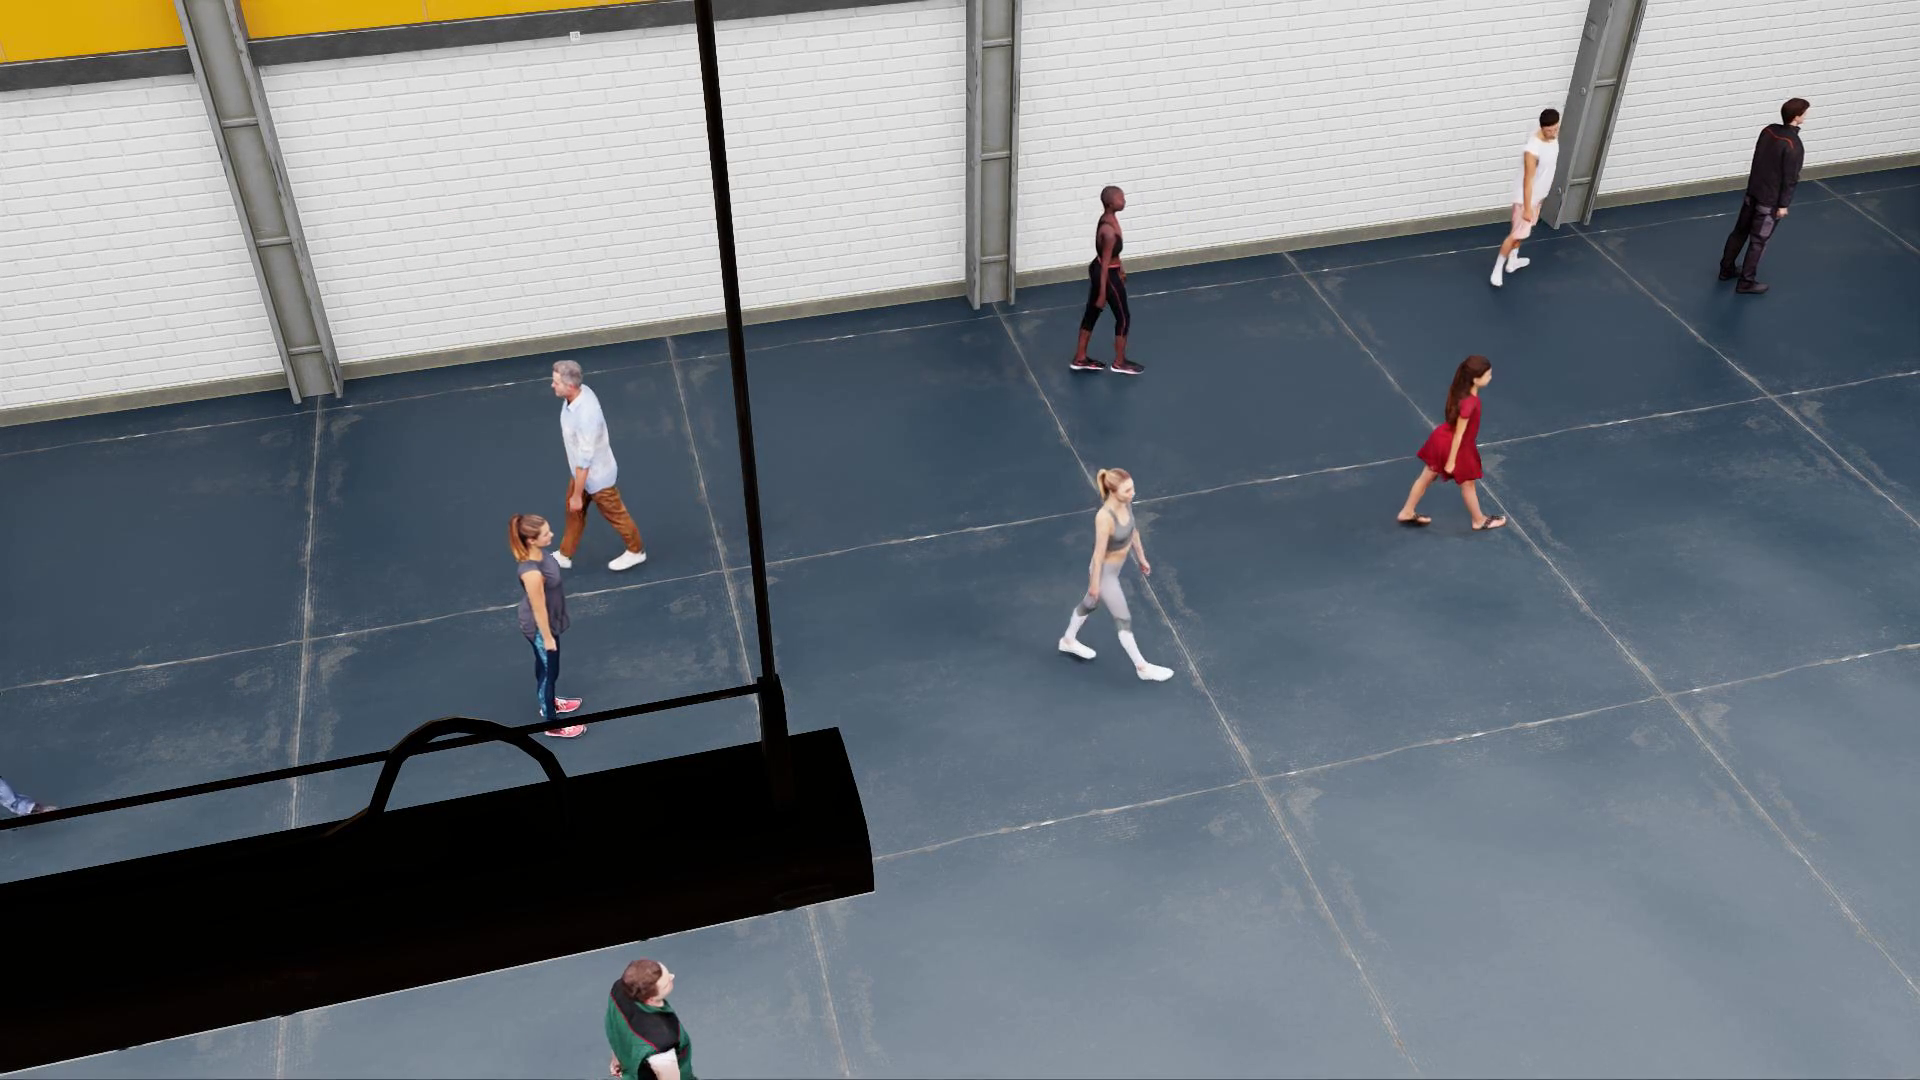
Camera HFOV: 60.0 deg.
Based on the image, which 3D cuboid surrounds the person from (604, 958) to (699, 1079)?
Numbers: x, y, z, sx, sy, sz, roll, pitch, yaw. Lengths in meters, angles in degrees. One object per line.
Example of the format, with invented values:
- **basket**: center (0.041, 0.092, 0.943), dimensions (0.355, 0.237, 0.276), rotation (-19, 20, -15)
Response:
- **person**: center (-1.502, 2.652, 7.934), dimensions (1.245, 1.789, 0.904), rotation (-23, 44, -26)

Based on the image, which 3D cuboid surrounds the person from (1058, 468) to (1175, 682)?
- **person**: center (0.912, 0.194, 11.116), dimensions (1.136, 1.660, 1.013), rotation (15, 41, 18)

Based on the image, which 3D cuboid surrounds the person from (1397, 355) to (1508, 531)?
- **person**: center (3.590, -0.698, 12.352), dimensions (1.088, 1.510, 0.795), rotation (4, 39, 5)

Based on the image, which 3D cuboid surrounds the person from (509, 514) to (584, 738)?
- **person**: center (-2.668, 0.527, 10.649), dimensions (0.529, 1.723, 0.561), rotation (-8, 39, -10)

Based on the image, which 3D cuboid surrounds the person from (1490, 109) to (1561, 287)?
- **person**: center (5.254, -3.228, 15.327), dimensions (0.908, 1.752, 0.810), rotation (12, 40, 15)

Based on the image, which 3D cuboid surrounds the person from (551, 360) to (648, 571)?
- **person**: center (-2.539, -0.508, 11.890), dimensions (1.081, 1.791, 0.796), rotation (-16, 41, -19)

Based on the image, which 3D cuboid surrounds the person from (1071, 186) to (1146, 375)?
- **person**: center (1.126, -2.178, 14.020), dimensions (0.910, 1.742, 0.686), rotation (-3, 39, -4)

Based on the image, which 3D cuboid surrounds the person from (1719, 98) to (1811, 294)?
- **person**: center (7.346, -3.149, 15.160), dimensions (0.547, 1.838, 0.714), rotation (-8, 39, -10)
